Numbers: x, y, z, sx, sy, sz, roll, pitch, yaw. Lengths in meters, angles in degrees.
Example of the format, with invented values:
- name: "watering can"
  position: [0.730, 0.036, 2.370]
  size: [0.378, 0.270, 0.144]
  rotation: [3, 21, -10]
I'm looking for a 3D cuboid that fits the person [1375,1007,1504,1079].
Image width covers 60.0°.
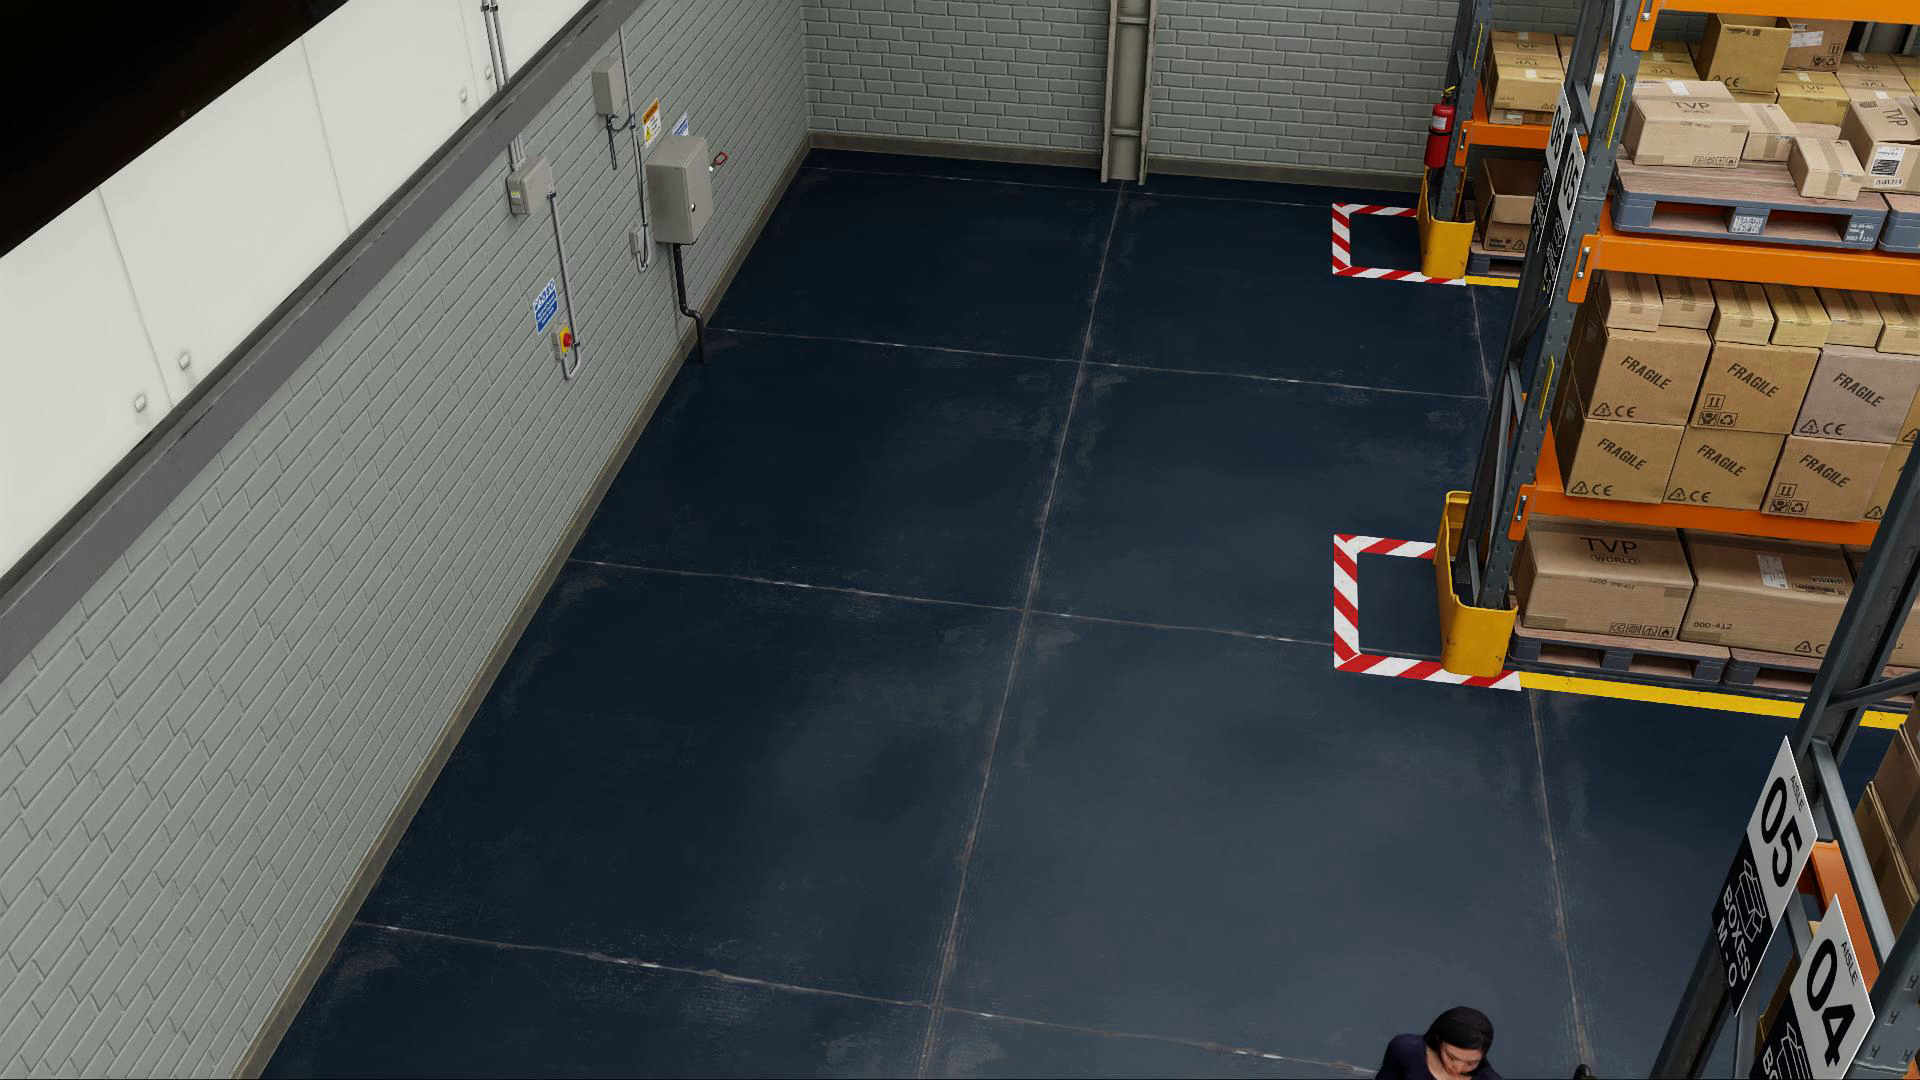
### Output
- name: "person"
  position: [1.817, 2.254, 6.455]
  size: [0.765, 1.706, 0.763]
  rotation: [15, 40, 19]
